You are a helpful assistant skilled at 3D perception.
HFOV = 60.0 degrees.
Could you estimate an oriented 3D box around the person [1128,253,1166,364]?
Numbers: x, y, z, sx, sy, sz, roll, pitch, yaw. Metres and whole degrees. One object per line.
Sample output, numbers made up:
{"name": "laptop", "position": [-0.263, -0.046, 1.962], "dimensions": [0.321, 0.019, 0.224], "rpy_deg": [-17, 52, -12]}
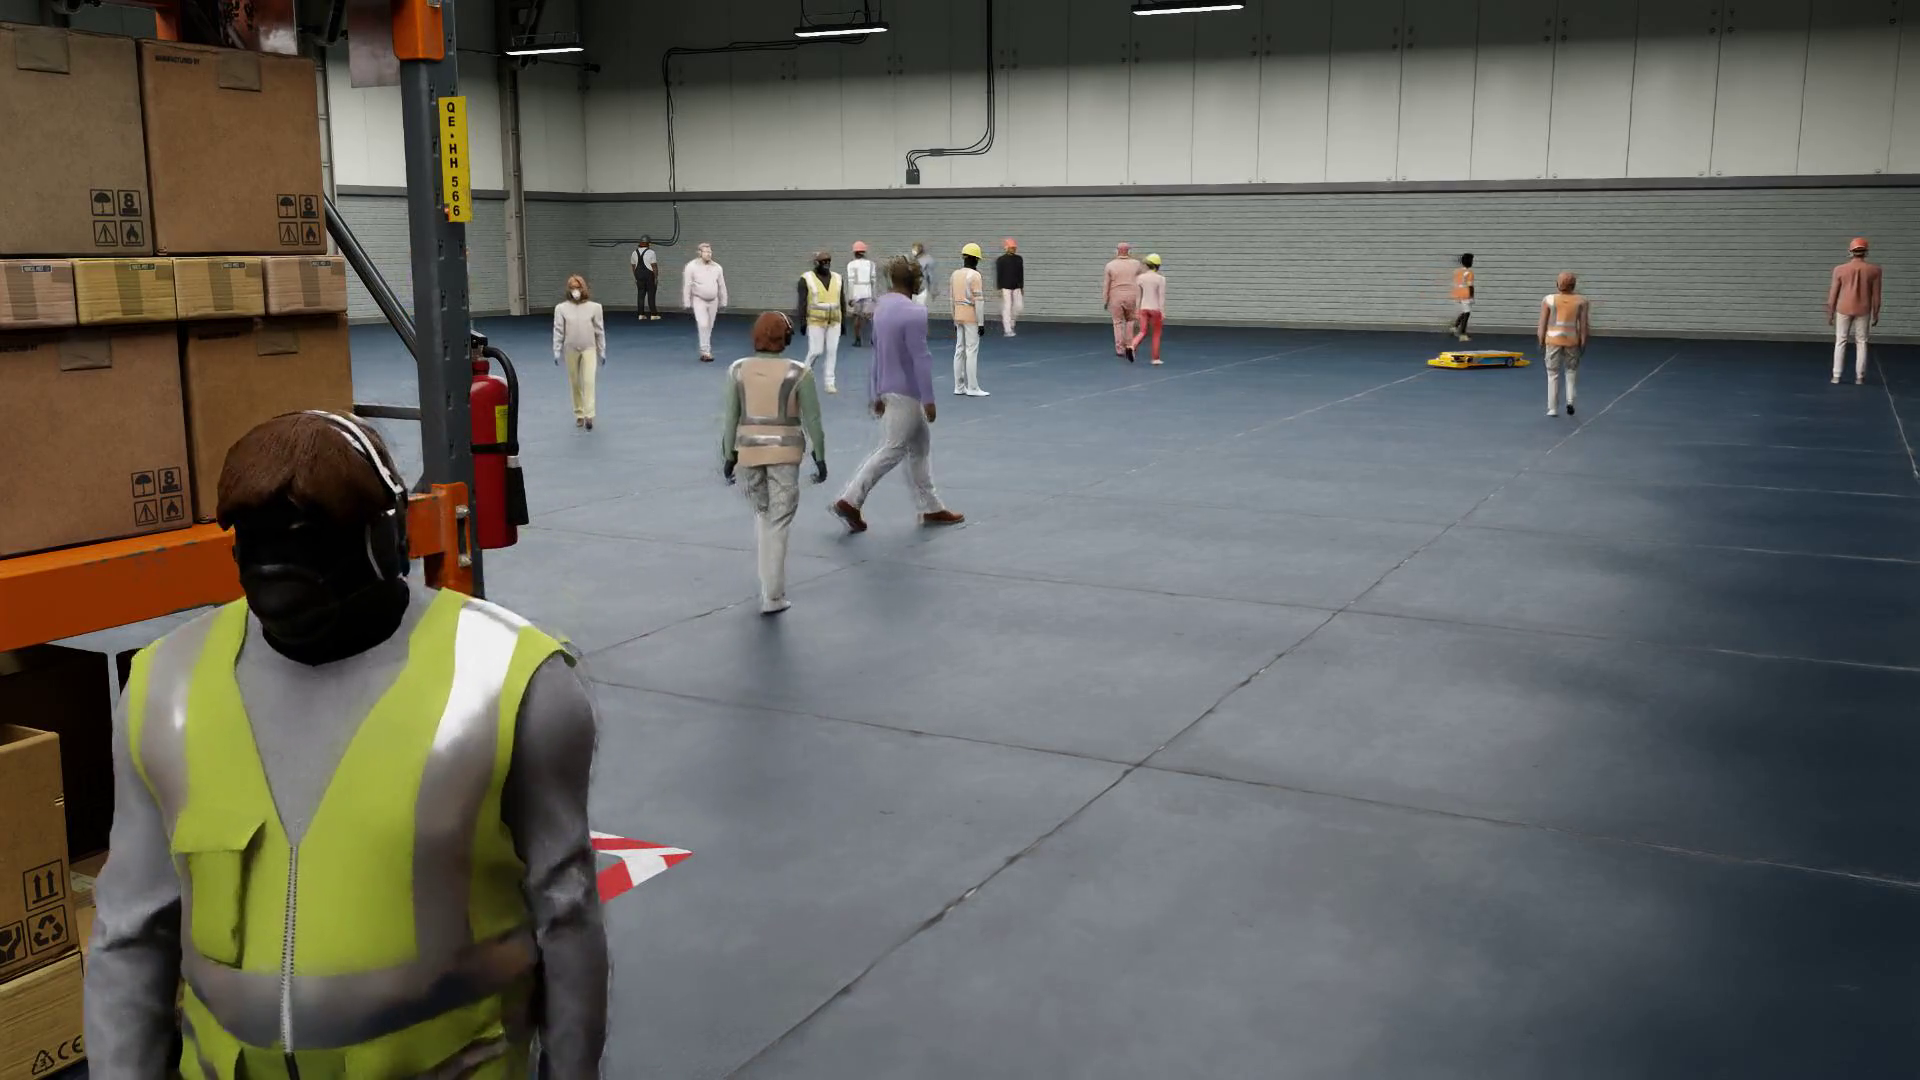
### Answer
{"name": "person", "position": [2.942, -3.592, 25.942], "dimensions": [0.529, 1.747, 0.643], "rpy_deg": [9, 14, 39]}

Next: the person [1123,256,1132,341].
{"name": "person", "position": [3.189, -4.658, 32.056], "dimensions": [0.266, 1.631, 0.507], "rpy_deg": [-1, 10, -7]}

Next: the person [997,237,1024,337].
{"name": "person", "position": [1.015, -5.044, 33.205], "dimensions": [0.654, 1.978, 0.432], "rpy_deg": [-6, 12, -30]}

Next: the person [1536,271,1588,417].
{"name": "person", "position": [6.720, -2.184, 18.593], "dimensions": [0.522, 1.628, 0.372], "rpy_deg": [2, 11, 9]}

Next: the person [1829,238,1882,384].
{"name": "person", "position": [12.210, -3.116, 22.694], "dimensions": [0.626, 1.985, 0.407], "rpy_deg": [5, 11, 25]}

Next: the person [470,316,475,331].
{"name": "person", "position": [-8.391, -3.937, 27.684], "dimensions": [0.960, 1.801, 0.583], "rpy_deg": [-8, 13, -36]}

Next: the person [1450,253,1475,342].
{"name": "person", "position": [9.642, -4.622, 31.711], "dimensions": [0.371, 1.682, 0.552], "rpy_deg": [-3, 11, -15]}

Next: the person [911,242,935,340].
{"name": "person", "position": [-0.838, -4.747, 31.846], "dimensions": [0.652, 1.883, 1.003], "rpy_deg": [6, 12, 31]}

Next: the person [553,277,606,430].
{"name": "person", "position": [-3.980, -1.943, 17.375], "dimensions": [0.523, 1.586, 0.859], "rpy_deg": [-1, 10, -5]}

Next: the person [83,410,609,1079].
{"name": "person", "position": [-0.815, 0.749, 2.117], "dimensions": [0.642, 1.799, 0.896], "rpy_deg": [1, 10, 5]}

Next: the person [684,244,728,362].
{"name": "person", "position": [-4.001, -3.773, 26.553], "dimensions": [0.680, 1.872, 0.864], "rpy_deg": [-7, 13, -34]}

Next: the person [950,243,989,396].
{"name": "person", "position": [0.117, -2.771, 20.988], "dimensions": [0.378, 1.918, 0.585], "rpy_deg": [-8, 13, -37]}

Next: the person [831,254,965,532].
{"name": "person", "position": [-0.445, -1.005, 11.422], "dimensions": [0.970, 1.909, 0.635], "rpy_deg": [-4, 11, -22]}

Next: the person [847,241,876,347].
{"name": "person", "position": [-1.742, -4.419, 29.979], "dimensions": [0.553, 1.922, 0.729], "rpy_deg": [-5, 12, -27]}

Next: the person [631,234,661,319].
{"name": "person", "position": [-7.542, -6.338, 40.106], "dimensions": [0.678, 2.000, 0.537], "rpy_deg": [4, 11, 23]}

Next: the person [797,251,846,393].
{"name": "person", "position": [-1.779, -2.813, 21.469], "dimensions": [0.631, 1.826, 0.551], "rpy_deg": [-5, 12, -27]}

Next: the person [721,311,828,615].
{"name": "person", "position": [-0.983, -0.427, 9.029], "dimensions": [0.550, 1.615, 0.629], "rpy_deg": [4, 11, 19]}

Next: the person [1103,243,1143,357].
{"name": "person", "position": [2.721, -4.035, 27.945], "dimensions": [0.673, 1.887, 0.656], "rpy_deg": [0, 10, -2]}

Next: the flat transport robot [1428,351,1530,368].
{"name": "flat transport robot", "position": [7.994, -2.790, 25.587], "dimensions": [1.431, 0.197, 0.652], "rpy_deg": [-5, 11, -23]}
